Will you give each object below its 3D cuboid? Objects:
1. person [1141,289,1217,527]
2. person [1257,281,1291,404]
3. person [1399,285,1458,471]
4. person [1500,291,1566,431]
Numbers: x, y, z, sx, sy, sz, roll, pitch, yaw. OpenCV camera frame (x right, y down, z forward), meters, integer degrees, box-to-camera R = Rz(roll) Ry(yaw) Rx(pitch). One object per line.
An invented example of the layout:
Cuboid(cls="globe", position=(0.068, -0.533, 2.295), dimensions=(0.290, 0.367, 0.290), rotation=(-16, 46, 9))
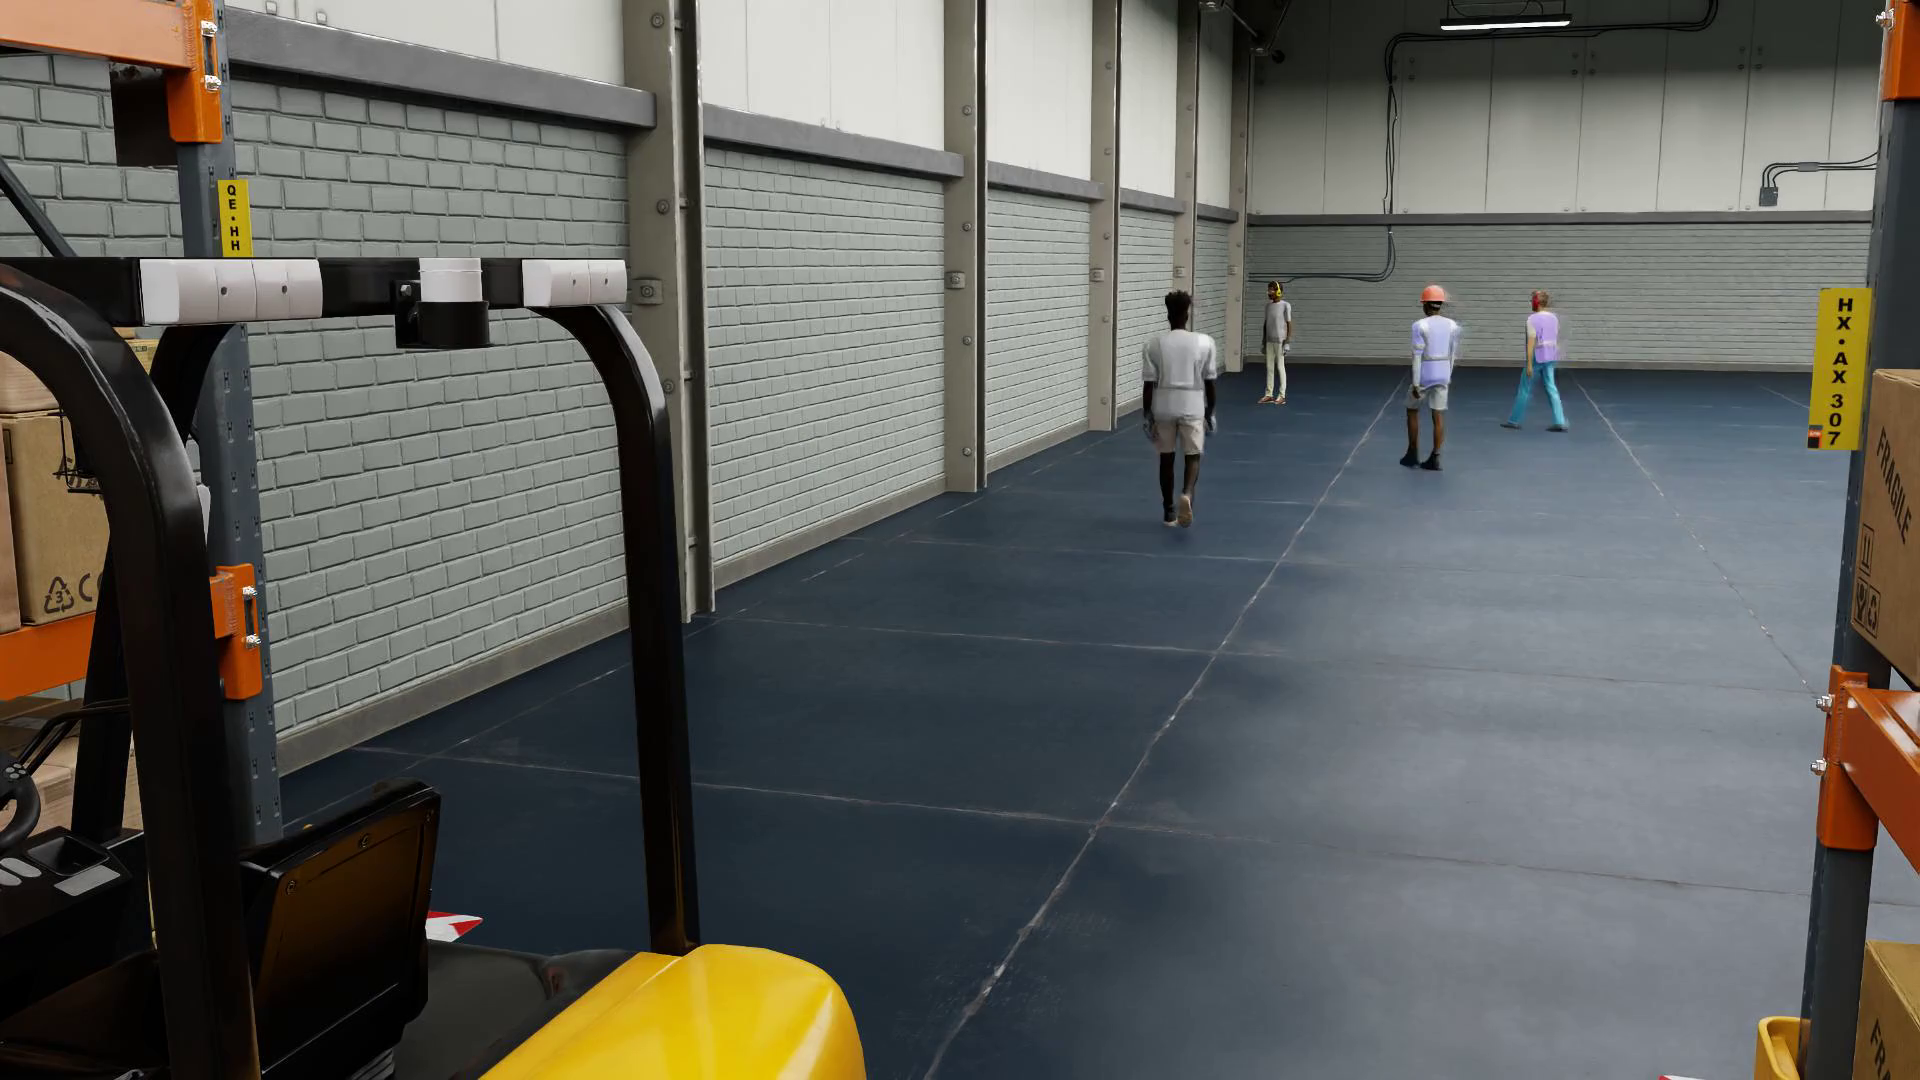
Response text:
Cuboid(cls="person", position=(1.760, -1.042, 13.419), dimensions=(0.618, 1.950, 0.731), rotation=(1, 10, 8))
Cuboid(cls="person", position=(4.806, -3.001, 25.346), dimensions=(0.323, 1.862, 0.518), rotation=(-8, 12, -39))
Cuboid(cls="person", position=(4.891, -1.701, 17.423), dimensions=(0.567, 1.913, 0.701), rotation=(-2, 10, -13))
Cuboid(cls="person", position=(7.422, -2.291, 21.319), dimensions=(0.581, 1.800, 0.955), rotation=(-6, 11, -30))
